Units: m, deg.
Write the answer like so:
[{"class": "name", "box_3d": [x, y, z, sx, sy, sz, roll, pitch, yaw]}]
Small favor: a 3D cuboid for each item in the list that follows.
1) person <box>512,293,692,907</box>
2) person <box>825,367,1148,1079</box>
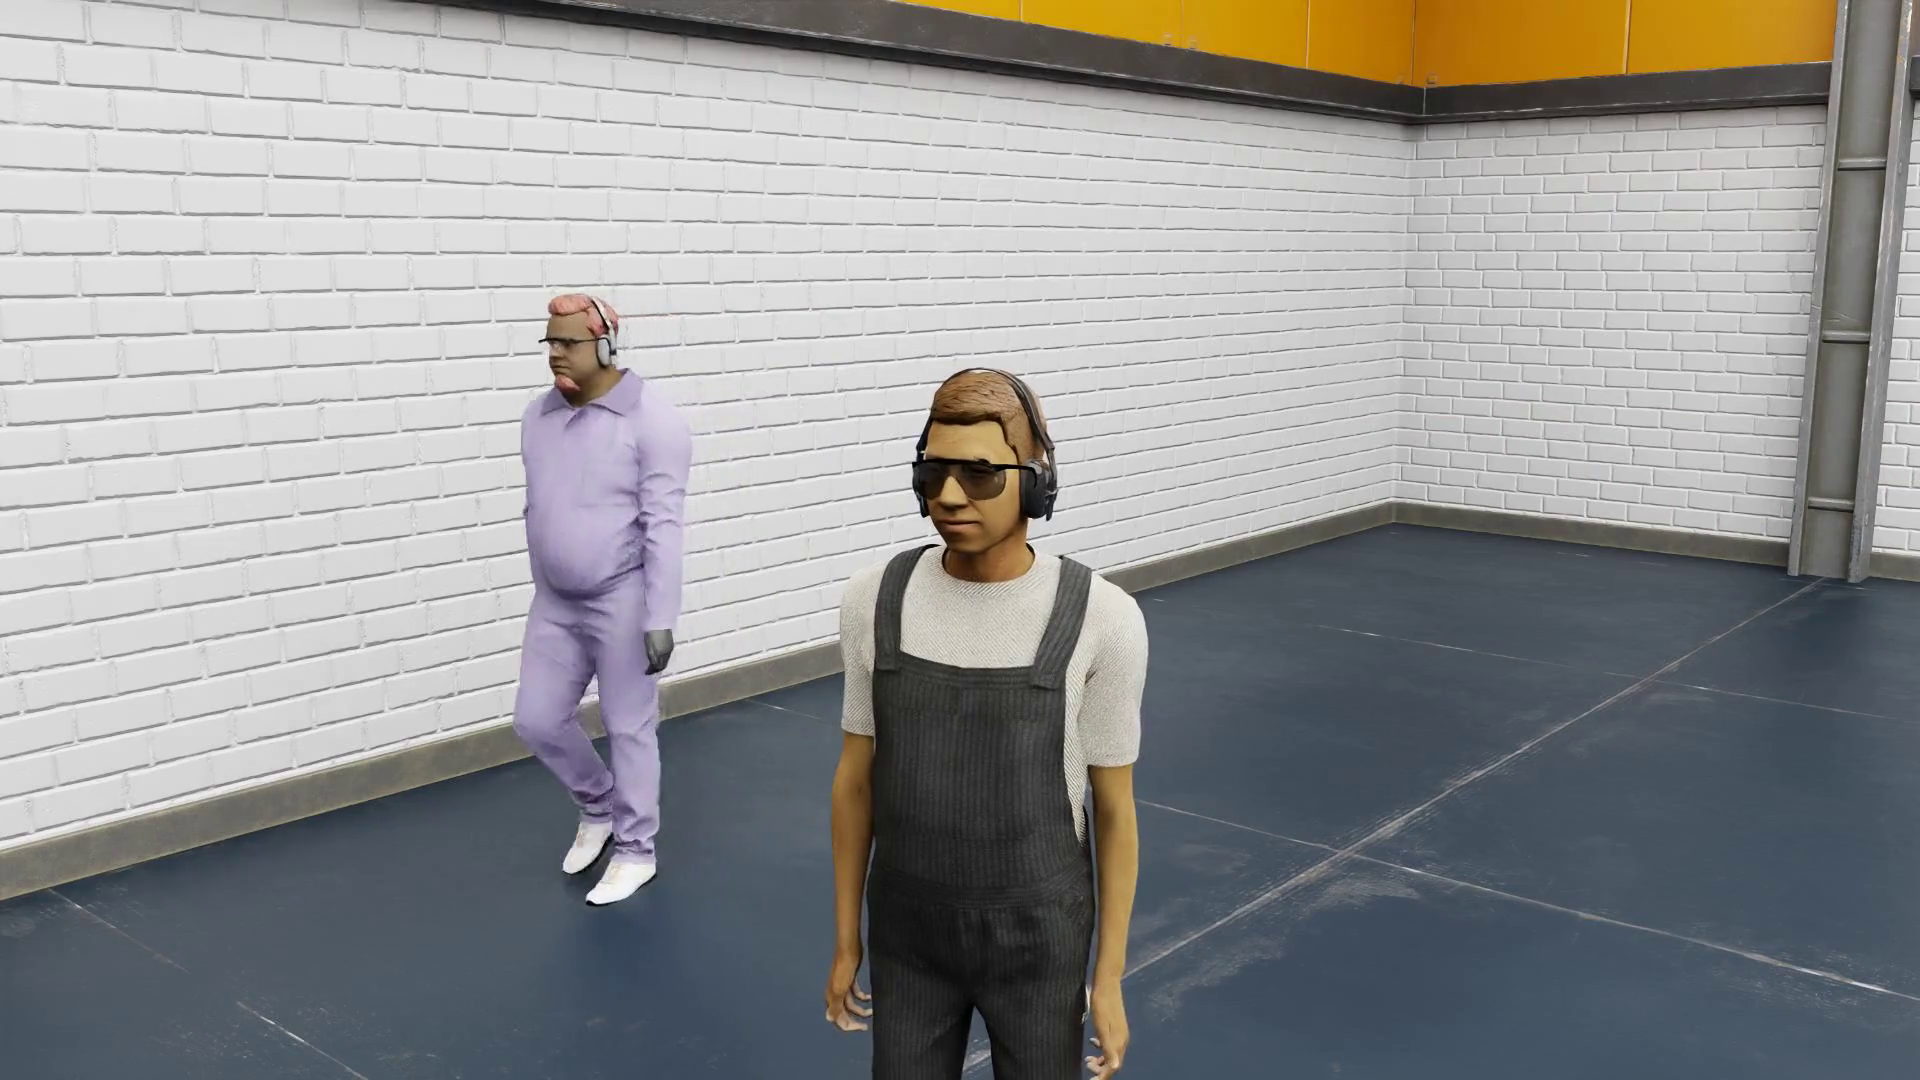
[{"class": "person", "box_3d": [-1.111, 0.197, 5.105, 0.646, 1.892, 0.420, 5, 11, 26]}, {"class": "person", "box_3d": [0.030, 0.652, 2.625, 0.507, 1.847, 0.343, 3, 10, 16]}]
